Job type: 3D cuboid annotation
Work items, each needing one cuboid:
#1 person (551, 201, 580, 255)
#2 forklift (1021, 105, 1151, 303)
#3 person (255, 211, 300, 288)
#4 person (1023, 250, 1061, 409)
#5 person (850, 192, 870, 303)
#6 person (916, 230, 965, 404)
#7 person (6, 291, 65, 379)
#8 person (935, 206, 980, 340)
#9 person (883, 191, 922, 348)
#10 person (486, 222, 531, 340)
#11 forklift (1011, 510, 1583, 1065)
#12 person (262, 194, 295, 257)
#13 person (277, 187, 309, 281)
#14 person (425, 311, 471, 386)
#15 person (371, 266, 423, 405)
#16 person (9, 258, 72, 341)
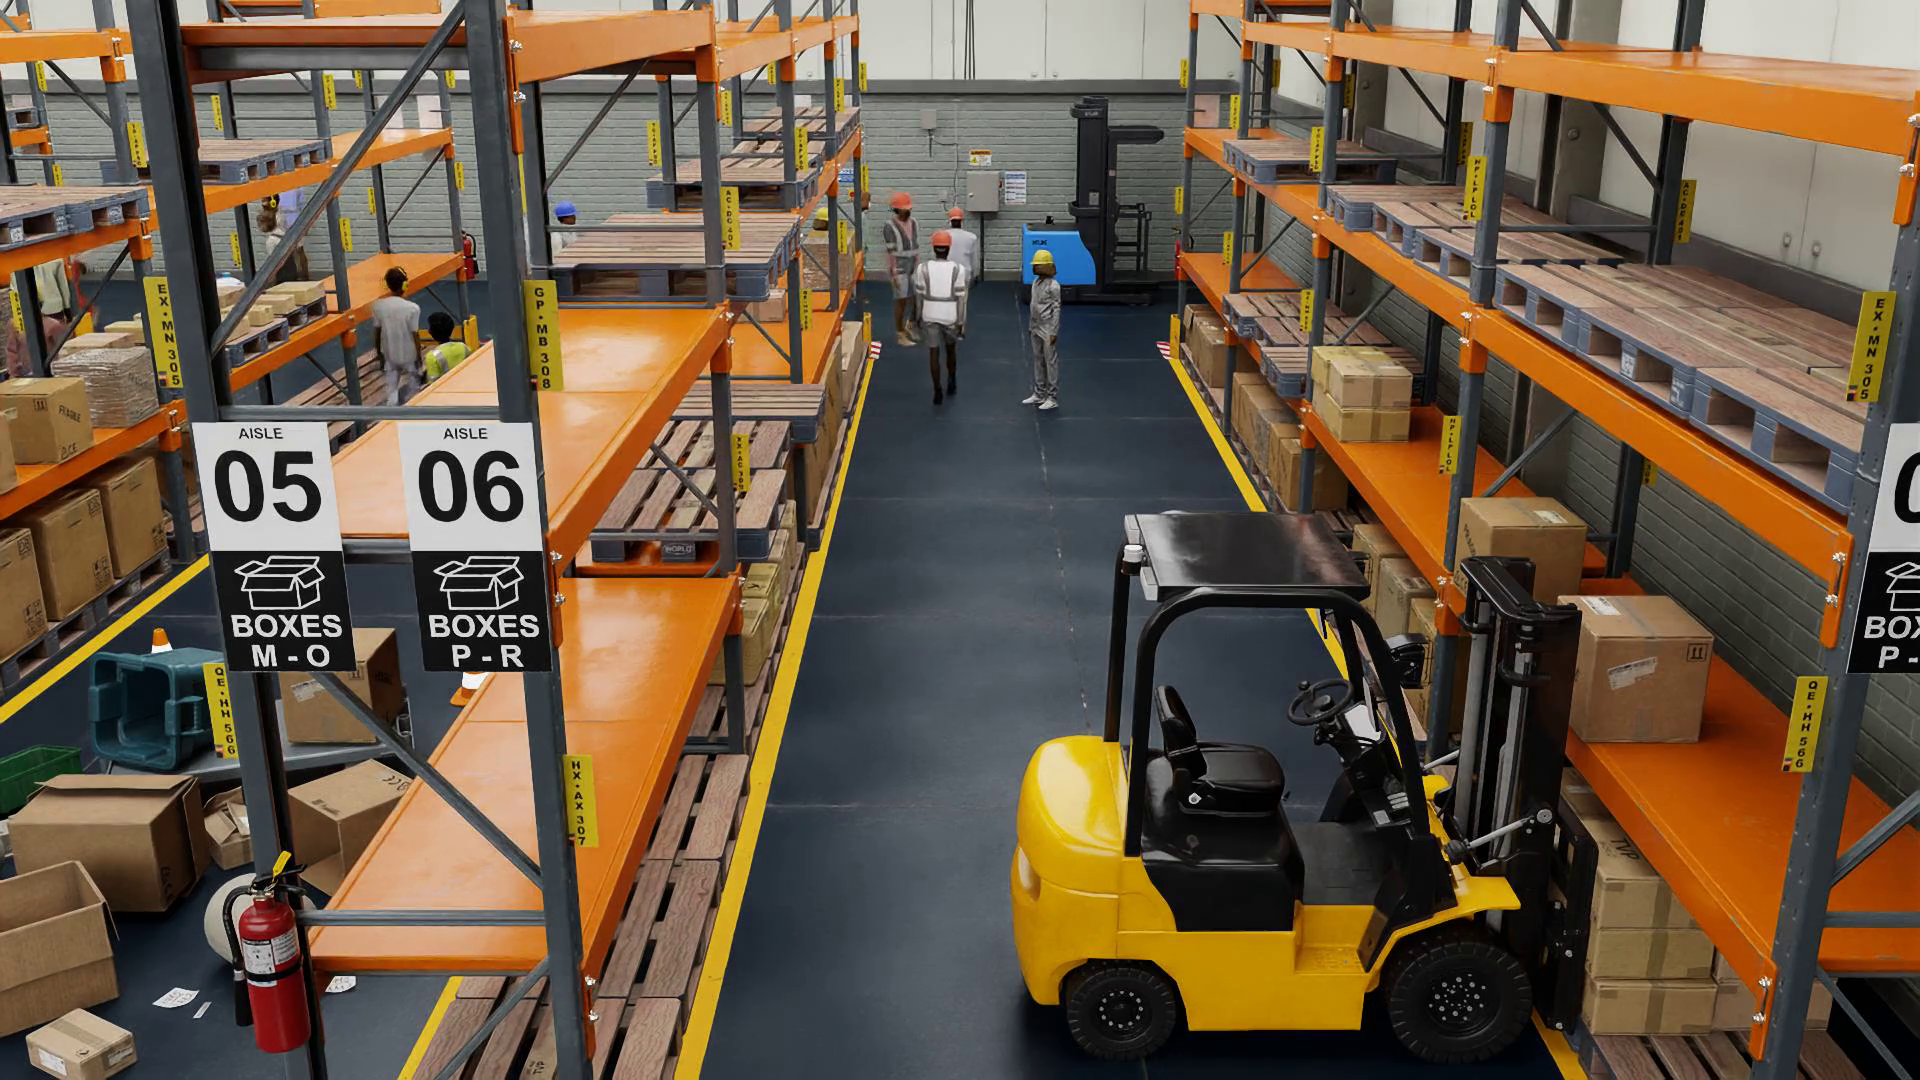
[{"bbox_3d":[-4.884,-3.245,20.759,0.375,1.950,0.614,2,18,6],"label":"person"},{"bbox_3d":[1.857,-4.944,24.441,1.873,2.768,1.129,0,18,0],"label":"forklift"},{"bbox_3d":[-8.584,-3.293,21.152,0.363,1.812,0.676,1,18,4],"label":"person"},{"bbox_3d":[0.905,-2.313,18.268,0.302,1.743,0.494,-11,21,-30],"label":"person"},{"bbox_3d":[-1.471,-4.307,24.491,0.310,1.622,0.516,-2,18,-7],"label":"person"},{"bbox_3d":[-0.217,-2.524,18.673,0.551,1.894,0.922,0,18,-1],"label":"person"},{"bbox_3d":[-8.967,-1.653,16.297,0.524,1.729,0.870,0,18,0],"label":"person"},{"bbox_3d":[-0.034,-3.511,21.892,0.585,1.740,0.423,2,18,5],"label":"person"},{"bbox_3d":[-0.703,-3.443,21.263,0.617,2.016,0.436,-17,25,-42],"label":"person"},{"bbox_3d":[-5.835,-3.625,22.020,0.943,1.879,0.582,-6,19,-17],"label":"person"},{"bbox_3d":[1.387,1.055,7.378,2.313,2.155,1.214,0,18,0],"label":"forklift"},{"bbox_3d":[-9.254,-3.830,22.683,0.332,1.861,0.498,-11,21,-29],"label":"person"},{"bbox_3d":[-10.384,-4.880,25.738,0.542,1.929,0.380,-12,22,-33],"label":"person"},{"bbox_3d":[-4.602,-1.226,15.067,0.320,1.694,0.534,9,20,24],"label":"person"},{"bbox_3d":[-5.572,-1.773,16.470,0.521,1.852,0.759,0,18,1],"label":"person"},{"bbox_3d":[-10.350,-2.604,18.751,0.391,1.992,0.623,15,23,37],"label":"person"}]
